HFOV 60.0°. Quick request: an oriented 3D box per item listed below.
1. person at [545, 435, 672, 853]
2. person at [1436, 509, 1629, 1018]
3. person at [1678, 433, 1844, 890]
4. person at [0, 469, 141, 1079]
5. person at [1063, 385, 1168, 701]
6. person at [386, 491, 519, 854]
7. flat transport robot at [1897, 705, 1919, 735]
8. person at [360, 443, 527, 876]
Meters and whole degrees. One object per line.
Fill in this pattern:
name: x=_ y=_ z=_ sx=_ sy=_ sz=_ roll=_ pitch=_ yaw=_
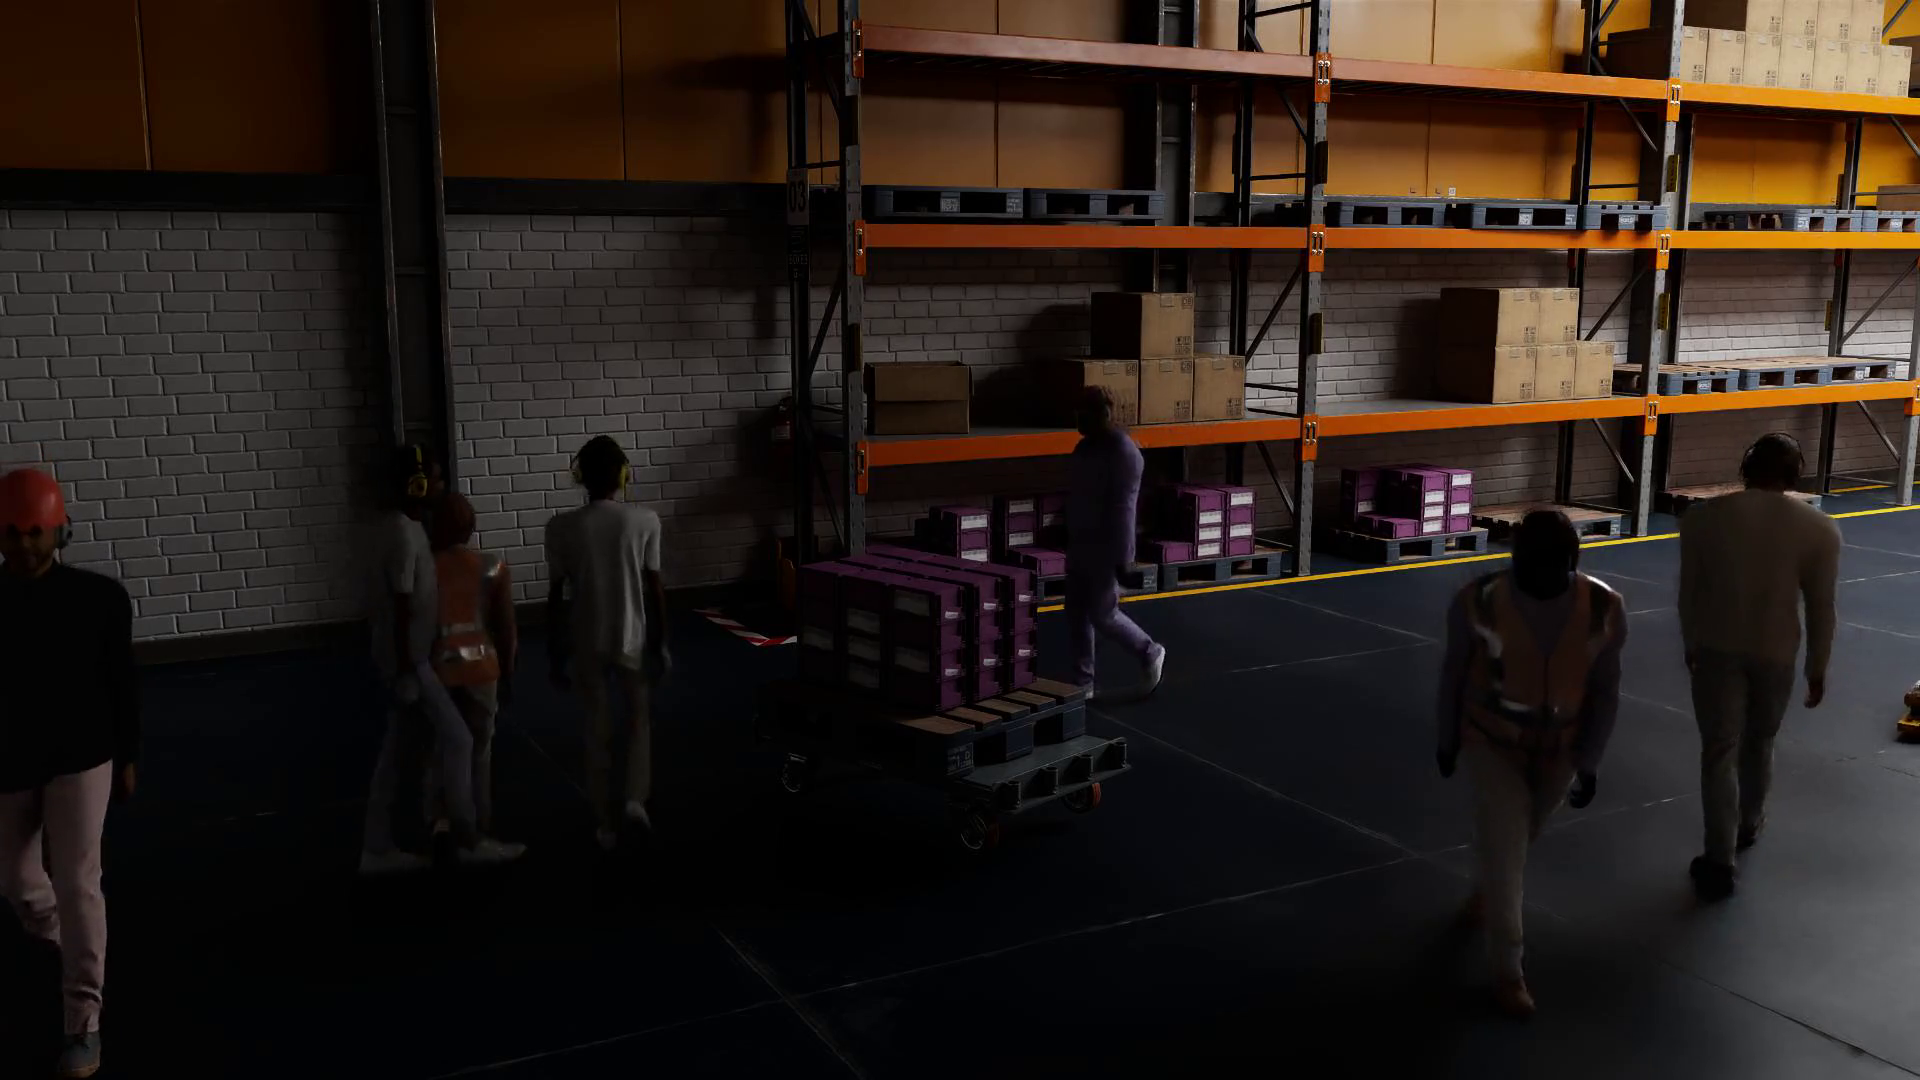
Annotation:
person: x=-1.546 y=0.470 z=7.295 sx=0.544 sy=1.846 sz=0.422 roll=-2 pitch=10 yaw=-14
person: x=2.061 y=0.721 z=6.133 sx=0.617 sy=1.770 sz=1.028 roll=1 pitch=10 yaw=4
person: x=3.376 y=0.486 z=7.107 sx=0.618 sy=1.870 sz=0.968 roll=3 pitch=10 yaw=17
person: x=-3.070 y=0.716 z=5.570 sx=0.612 sy=1.963 sz=0.913 roll=-4 pitch=11 yaw=-21
person: x=0.849 y=0.034 z=9.688 sx=0.648 sy=1.884 sz=0.656 roll=-4 pitch=11 yaw=-24
person: x=-2.189 y=0.598 z=7.194 sx=0.563 sy=1.618 sz=0.365 roll=-3 pitch=10 yaw=-18
flat transport robot: x=5.786 y=0.898 z=9.361 sx=0.652 sy=0.197 sz=1.431 roll=8 pitch=13 yaw=38
person: x=-2.219 y=0.512 z=7.071 sx=0.814 sy=1.835 sz=0.551 roll=-4 pitch=11 yaw=-24
